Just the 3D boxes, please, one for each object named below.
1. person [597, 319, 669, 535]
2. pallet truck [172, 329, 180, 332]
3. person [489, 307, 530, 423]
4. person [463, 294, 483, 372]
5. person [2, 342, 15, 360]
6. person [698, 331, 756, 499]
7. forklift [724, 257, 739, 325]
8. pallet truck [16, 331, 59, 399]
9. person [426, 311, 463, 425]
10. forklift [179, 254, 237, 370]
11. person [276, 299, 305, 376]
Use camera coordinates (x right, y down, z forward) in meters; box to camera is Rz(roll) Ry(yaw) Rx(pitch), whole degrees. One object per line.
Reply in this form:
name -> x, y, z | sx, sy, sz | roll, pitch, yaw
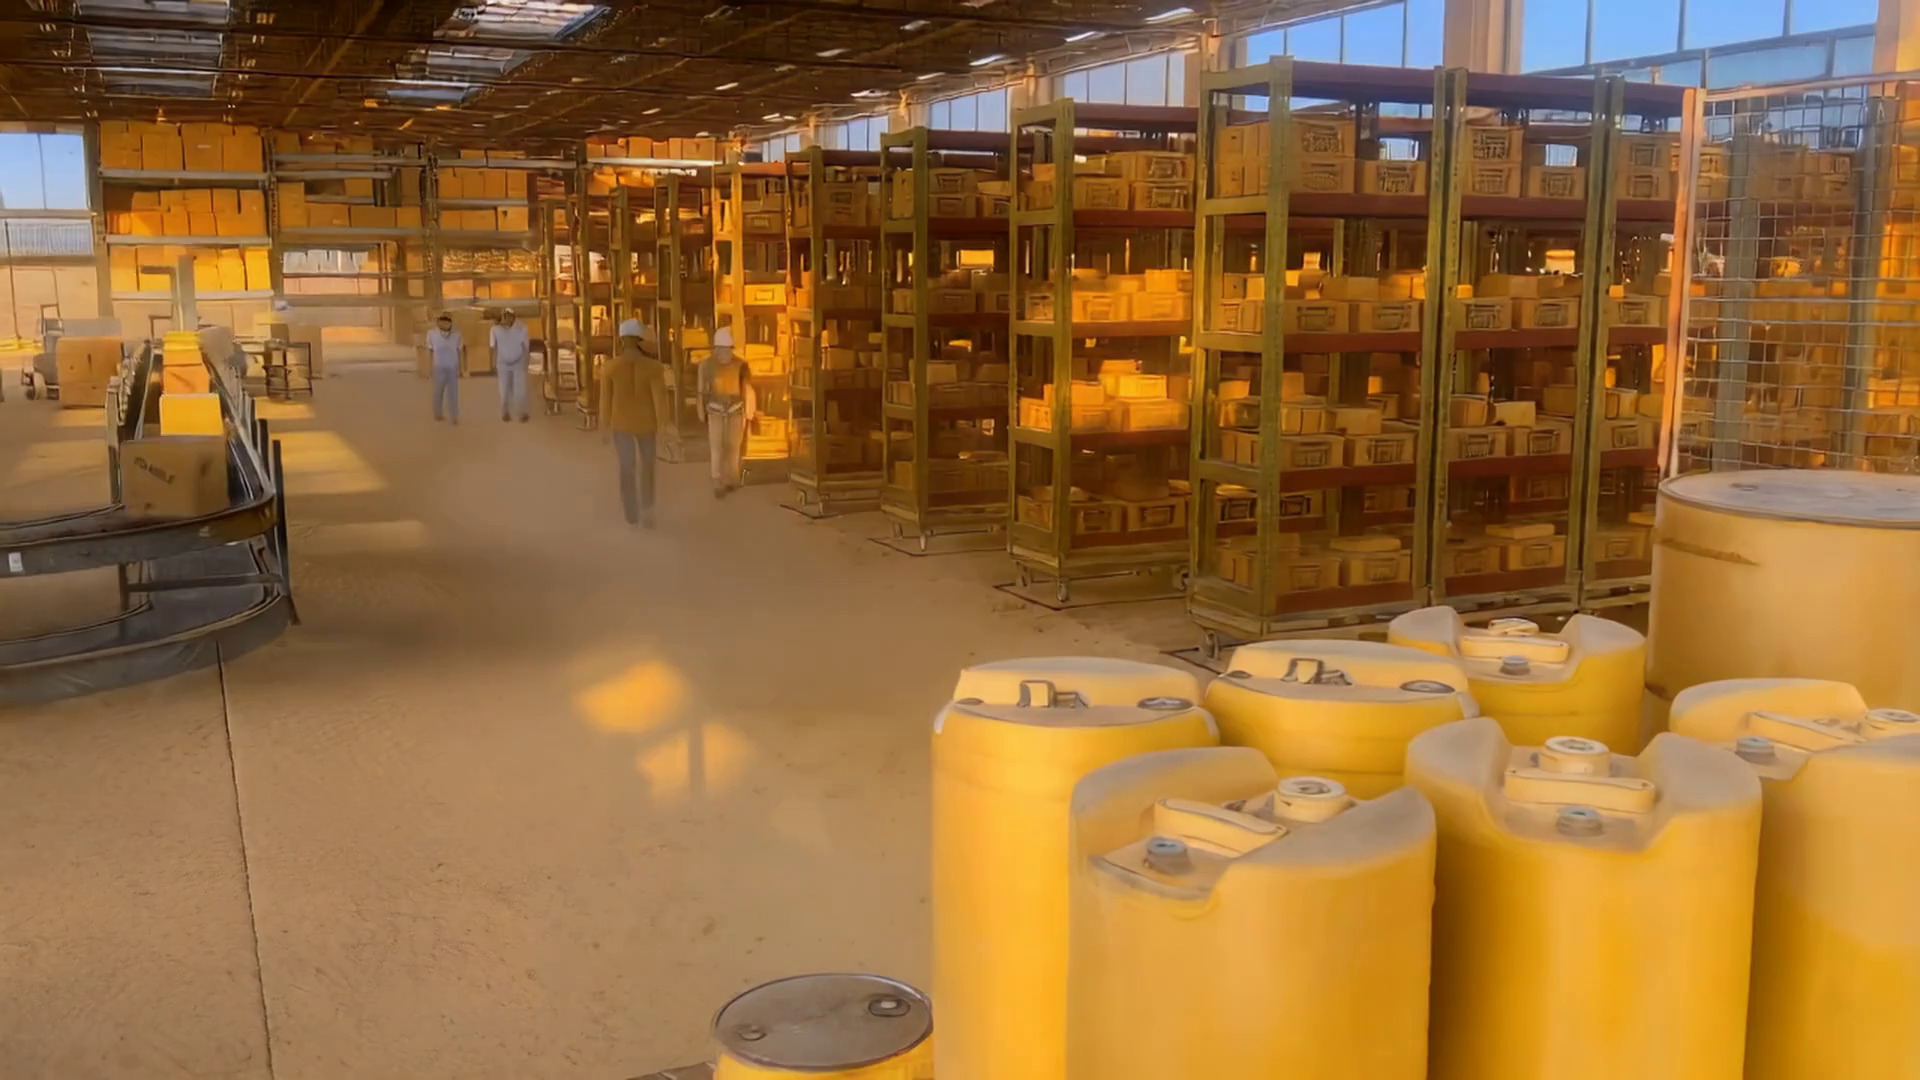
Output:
person -> -3.035, -1.051, 15.389 | 0.643, 1.974, 0.675 | -3, 10, -16
pallet truck -> -17.275, -3.851, 35.096 | 1.601, 1.201, 0.680 | 0, 9, 1
person -> -7.168, -2.785, 26.558 | 0.653, 1.845, 1.026 | -4, 10, -23
person -> -11.634, -4.856, 39.245 | 0.949, 1.911, 0.623 | -6, 11, -32
person -> -26.324, -5.799, 45.388 | 0.920, 1.815, 0.572 | -6, 11, -32
person -> -2.494, -1.347, 17.835 | 0.599, 1.777, 0.918 | -2, 9, -14
forklift -> -6.411, -6.469, 46.220 | 1.873, 2.768, 1.129 | -4, 10, -25
pallet truck -> -17.082, -3.353, 31.781 | 1.630, 1.274, 0.653 | -4, 10, -25
person -> -8.207, -2.739, 26.408 | 0.574, 1.814, 0.754 | -5, 11, -29
forklift -> -18.404, -5.432, 39.791 | 1.873, 2.768, 1.129 | -4, 10, -25
person -> -15.411, -4.646, 38.303 | 0.791, 1.790, 0.601 | -7, 12, -38
